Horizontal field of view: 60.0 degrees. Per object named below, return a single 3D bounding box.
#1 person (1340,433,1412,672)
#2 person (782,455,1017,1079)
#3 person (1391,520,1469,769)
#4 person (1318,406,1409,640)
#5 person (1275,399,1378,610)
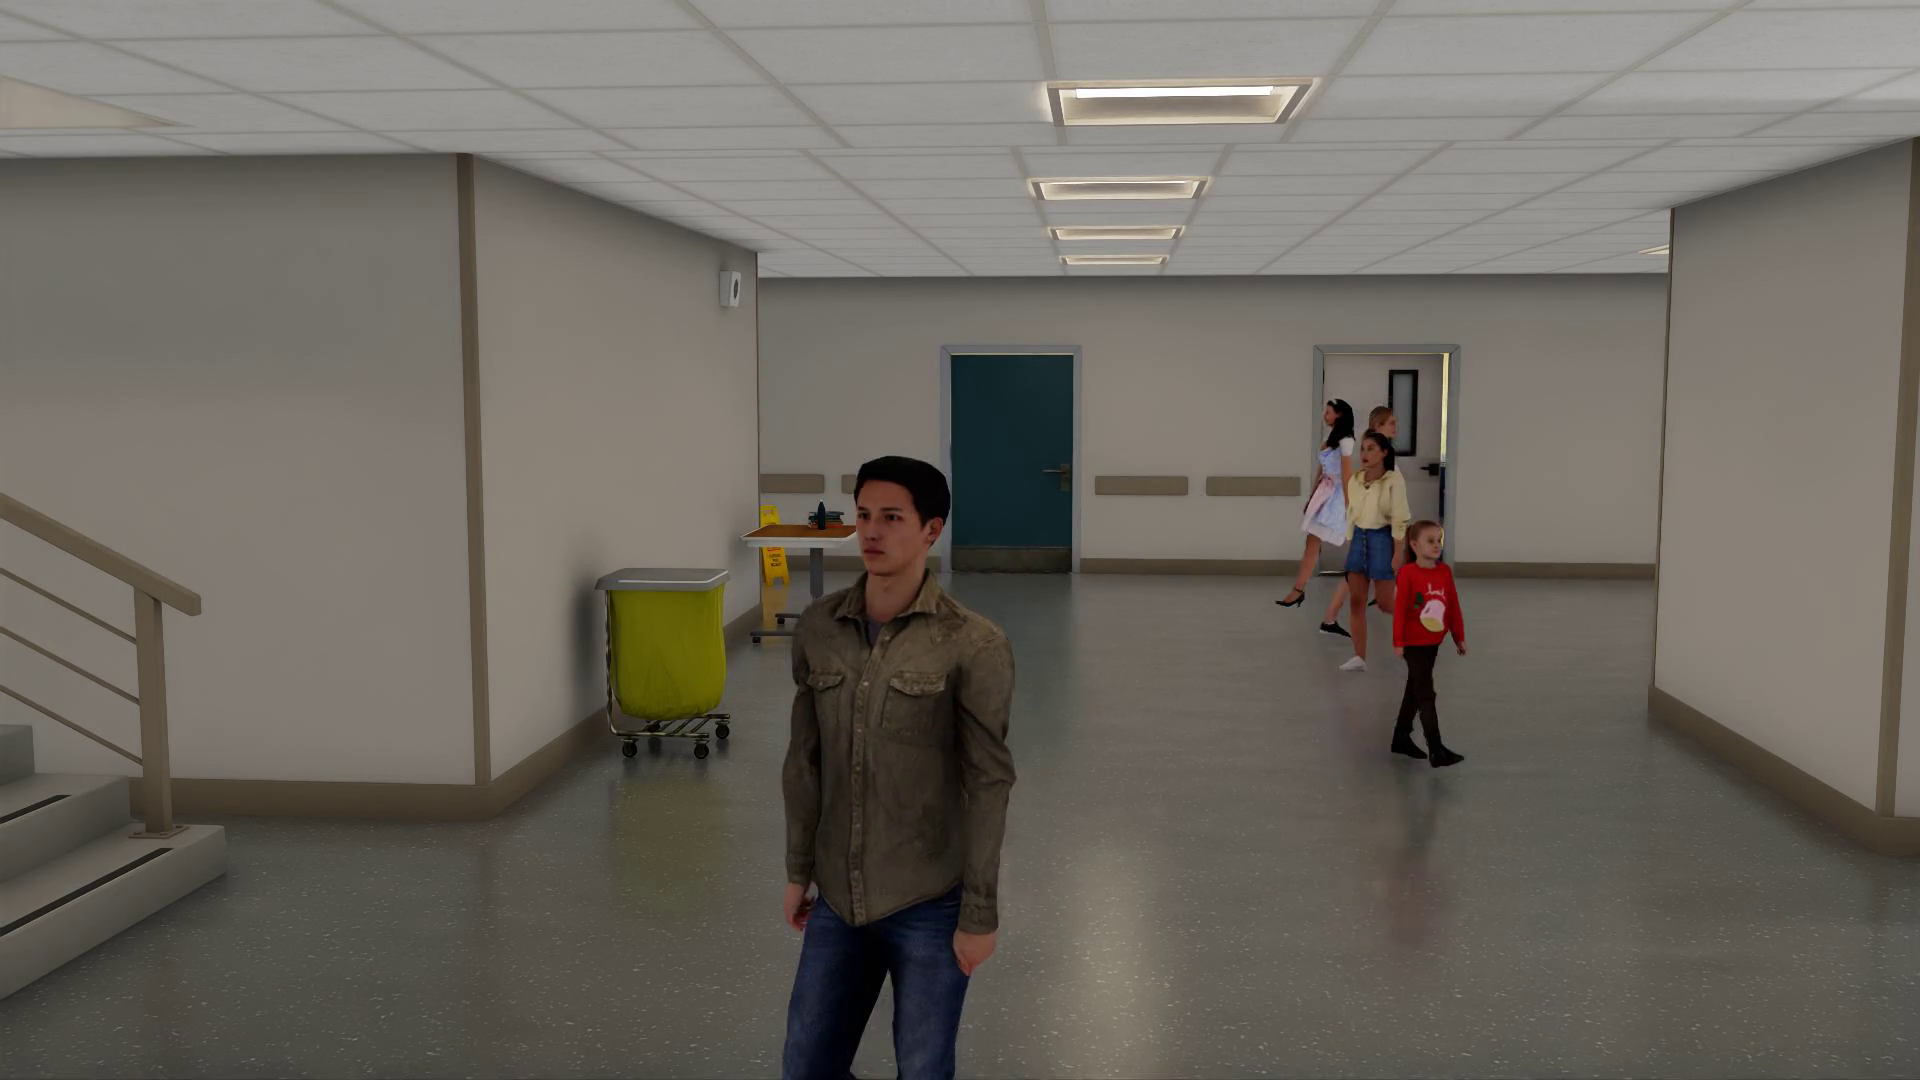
[{"bbox_3d":[2.858,0.092,11.282,1.064,1.613,1.005,-5,7,-39],"label":"person"},{"bbox_3d":[-0.096,0.741,3.605,0.720,1.858,0.871,3,6,27],"label":"person"},{"bbox_3d":[2.364,0.535,8.658,0.825,1.257,0.819,-3,7,-30],"label":"person"},{"bbox_3d":[2.990,-0.075,12.318,1.219,1.739,0.872,3,6,24],"label":"person"},{"bbox_3d":[3.256,-0.252,13.966,1.251,1.761,0.740,0,6,-3],"label":"person"}]
